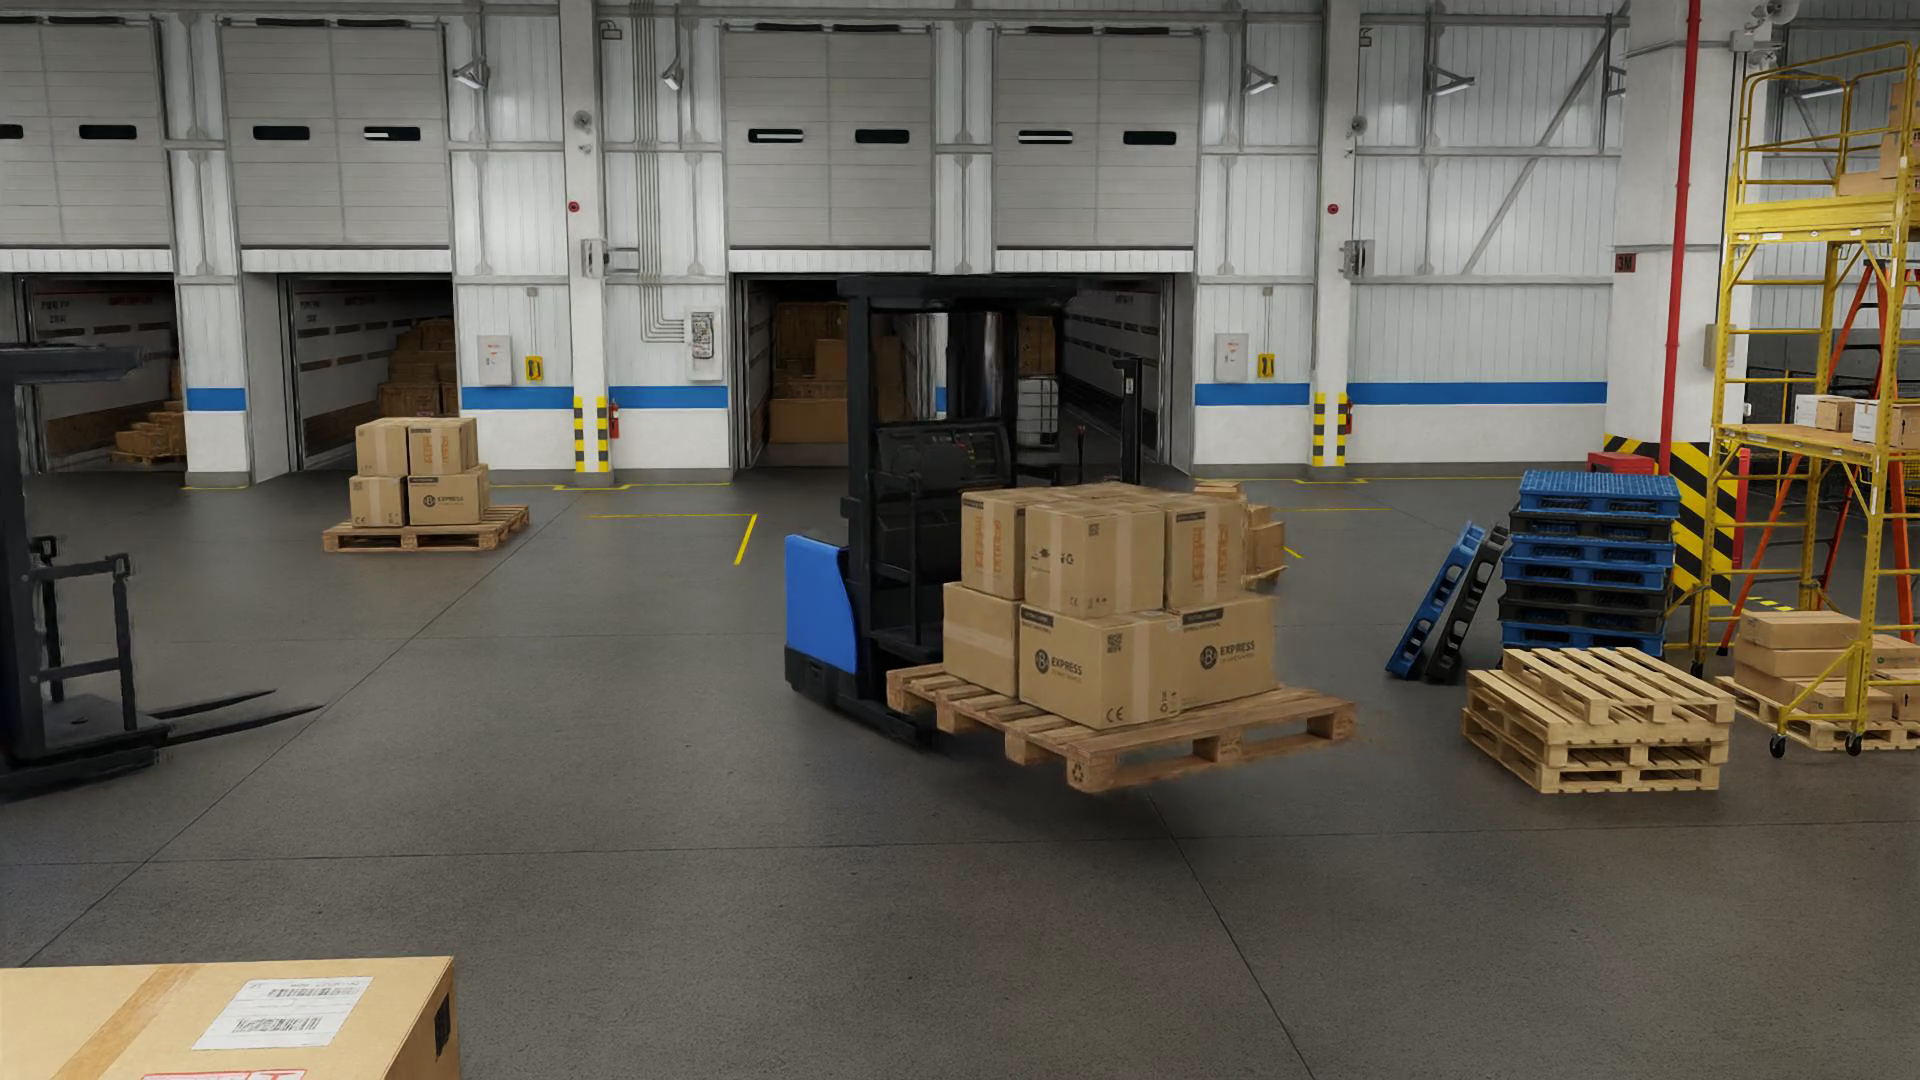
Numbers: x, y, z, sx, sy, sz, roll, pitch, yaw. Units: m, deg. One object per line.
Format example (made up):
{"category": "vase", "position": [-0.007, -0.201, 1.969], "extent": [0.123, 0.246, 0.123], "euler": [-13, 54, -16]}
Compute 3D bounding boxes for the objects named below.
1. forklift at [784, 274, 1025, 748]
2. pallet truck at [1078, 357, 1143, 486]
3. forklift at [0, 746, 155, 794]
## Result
{"category": "forklift", "position": [-0.293, -0.302, 10.643], "extent": [1.129, 2.768, 1.873], "euler": [-6, 11, -32]}
{"category": "pallet truck", "position": [2.088, -0.836, 16.757], "extent": [1.885, 1.965, 0.823], "euler": [2, 9, 13]}
{"category": "forklift", "position": [-5.593, -0.019, 8.865], "extent": [1.129, 2.768, 1.873], "euler": [8, 12, 40]}
